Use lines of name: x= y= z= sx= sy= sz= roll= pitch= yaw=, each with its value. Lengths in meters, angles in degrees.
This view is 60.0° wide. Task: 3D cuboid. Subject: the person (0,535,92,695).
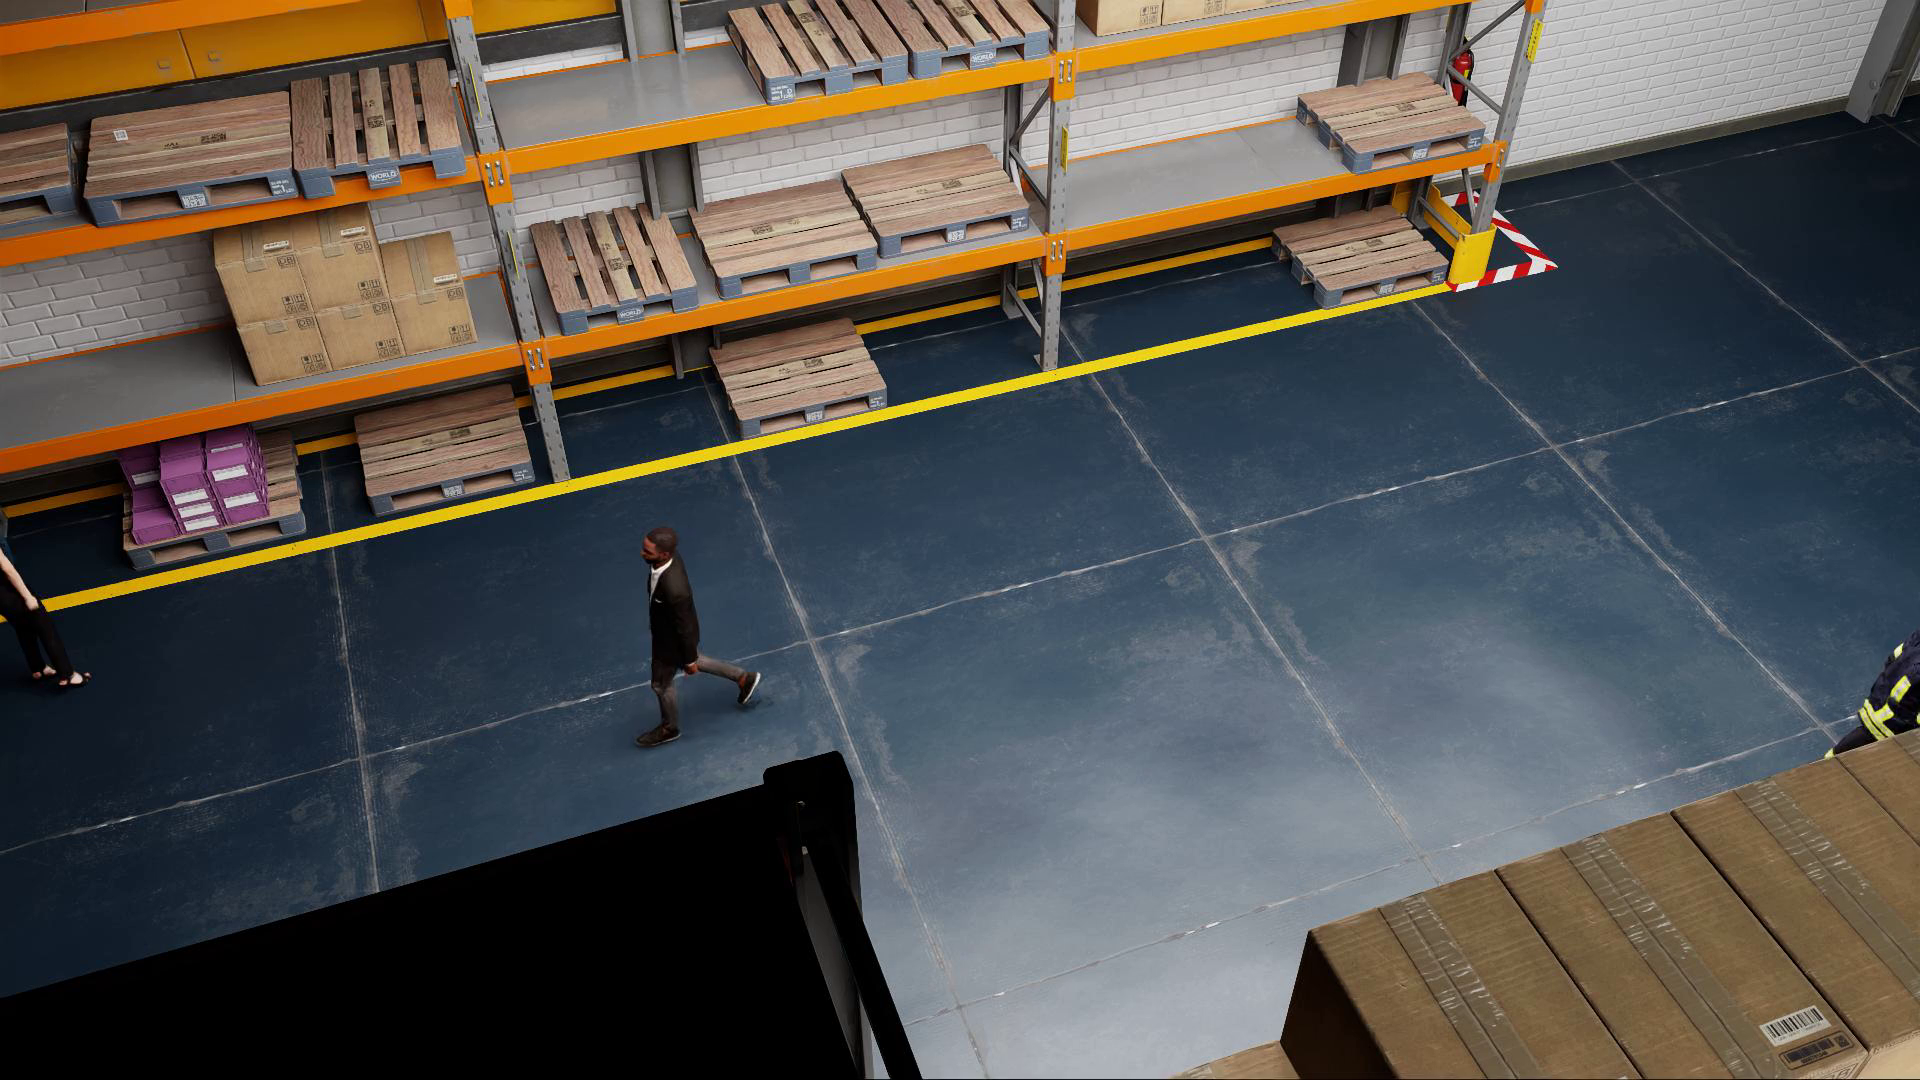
person: x=-6.075 y=0.345 z=10.539 sx=0.668 sy=1.727 sz=0.726 roll=19 pitch=47 yaw=19

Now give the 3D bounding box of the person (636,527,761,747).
person: x=-1.680 y=0.565 z=10.274 sx=1.096 sy=1.774 sz=0.716 roll=-11 pitch=45 yaw=-12
